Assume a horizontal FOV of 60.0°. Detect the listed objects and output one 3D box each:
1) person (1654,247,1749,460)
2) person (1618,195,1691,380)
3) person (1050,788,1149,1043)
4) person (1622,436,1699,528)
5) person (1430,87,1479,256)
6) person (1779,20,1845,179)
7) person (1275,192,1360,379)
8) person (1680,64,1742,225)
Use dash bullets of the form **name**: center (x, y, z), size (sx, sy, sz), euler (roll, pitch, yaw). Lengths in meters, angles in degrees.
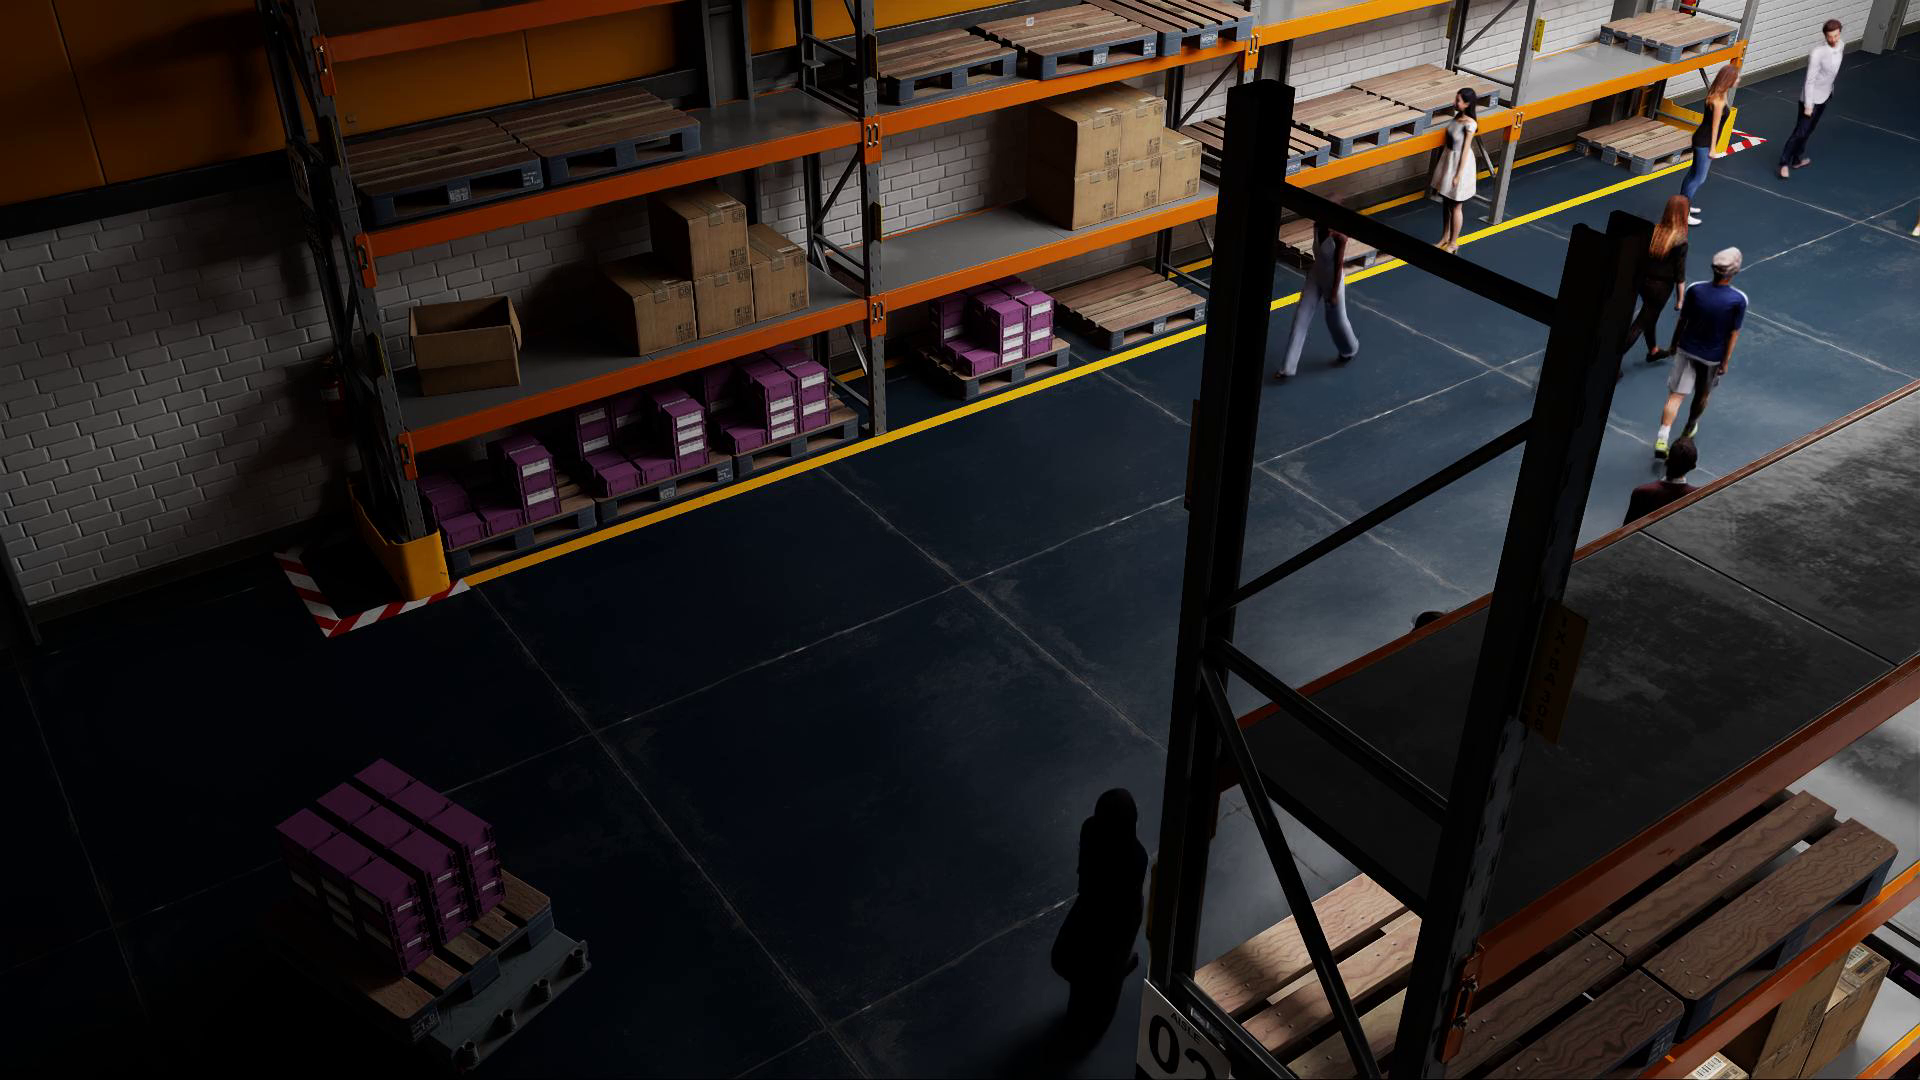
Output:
- **person**: center (6.021, -1.486, 13.564), size (0.948, 1.809, 1.240), euler (19, 38, 26)
- **person**: center (6.092, -2.199, 14.763), size (1.203, 1.670, 0.756), euler (-15, 36, -21)
- **person**: center (0.809, 1.904, 8.647), size (0.774, 1.608, 0.623), euler (-23, 40, -30)
- **person**: center (4.601, 0.164, 11.032), size (0.778, 1.865, 0.829), euler (7, 34, 10)
- **person**: center (5.073, -3.753, 17.011), size (0.774, 1.769, 0.755), euler (-5, 34, -8)
- **person**: center (9.737, -5.061, 18.939), size (0.945, 1.814, 0.485), euler (26, 42, 33)
- **person**: center (3.326, -2.257, 14.795), size (1.136, 1.731, 0.635), euler (-17, 37, -24)
- **person**: center (7.980, -4.253, 17.812), size (0.721, 1.715, 0.630), euler (12, 35, 17)
